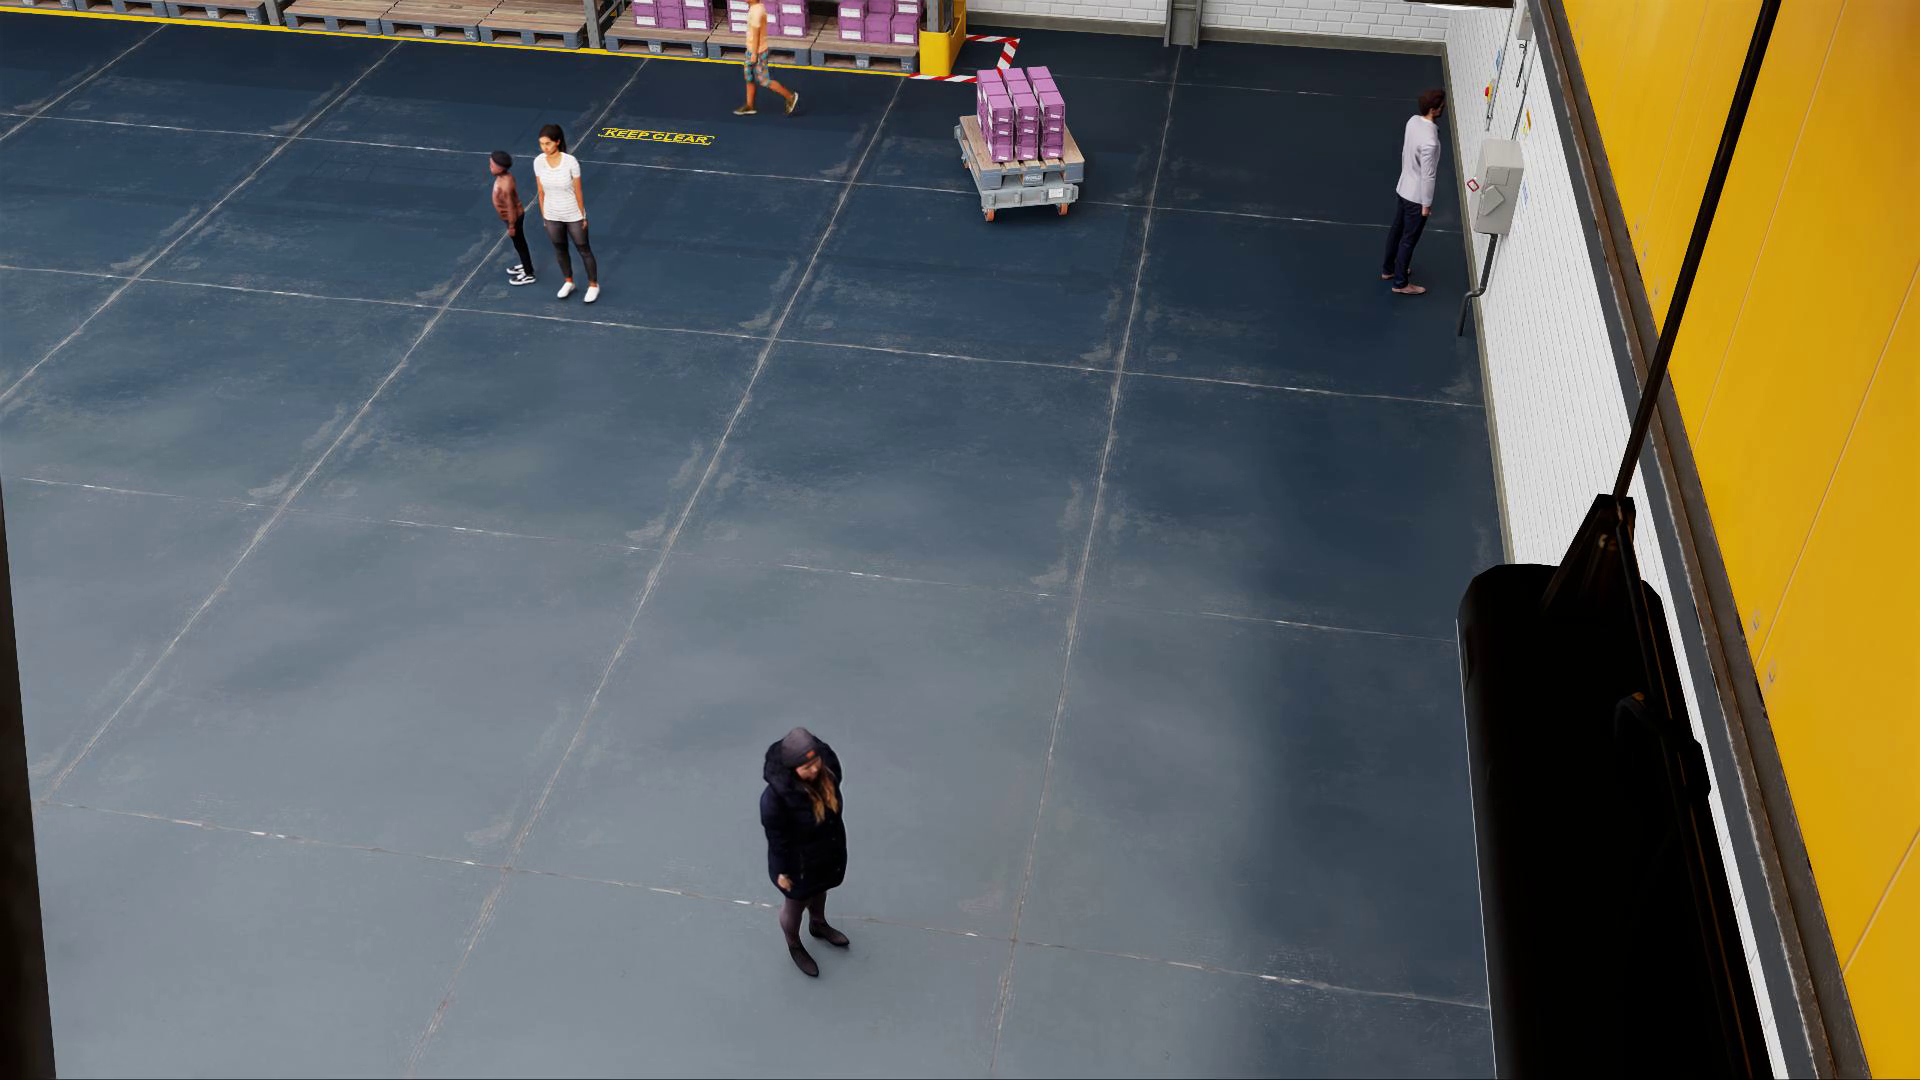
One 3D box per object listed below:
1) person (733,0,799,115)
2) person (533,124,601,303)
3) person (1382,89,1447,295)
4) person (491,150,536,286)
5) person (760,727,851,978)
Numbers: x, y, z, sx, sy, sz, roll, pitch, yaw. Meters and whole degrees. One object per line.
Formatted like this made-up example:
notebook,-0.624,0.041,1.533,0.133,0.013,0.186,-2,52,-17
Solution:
person,-2.062,-5.139,17.436,0.983,1.447,0.764,-8,39,-10
person,-3.419,-2.826,14.386,0.442,1.638,0.607,6,39,8
person,3.964,-3.054,14.500,0.693,1.852,0.742,-5,39,-6
person,-3.968,-2.876,14.757,0.584,1.253,0.585,-10,40,-12
person,-0.817,1.622,8.789,0.808,1.673,0.784,26,45,29
